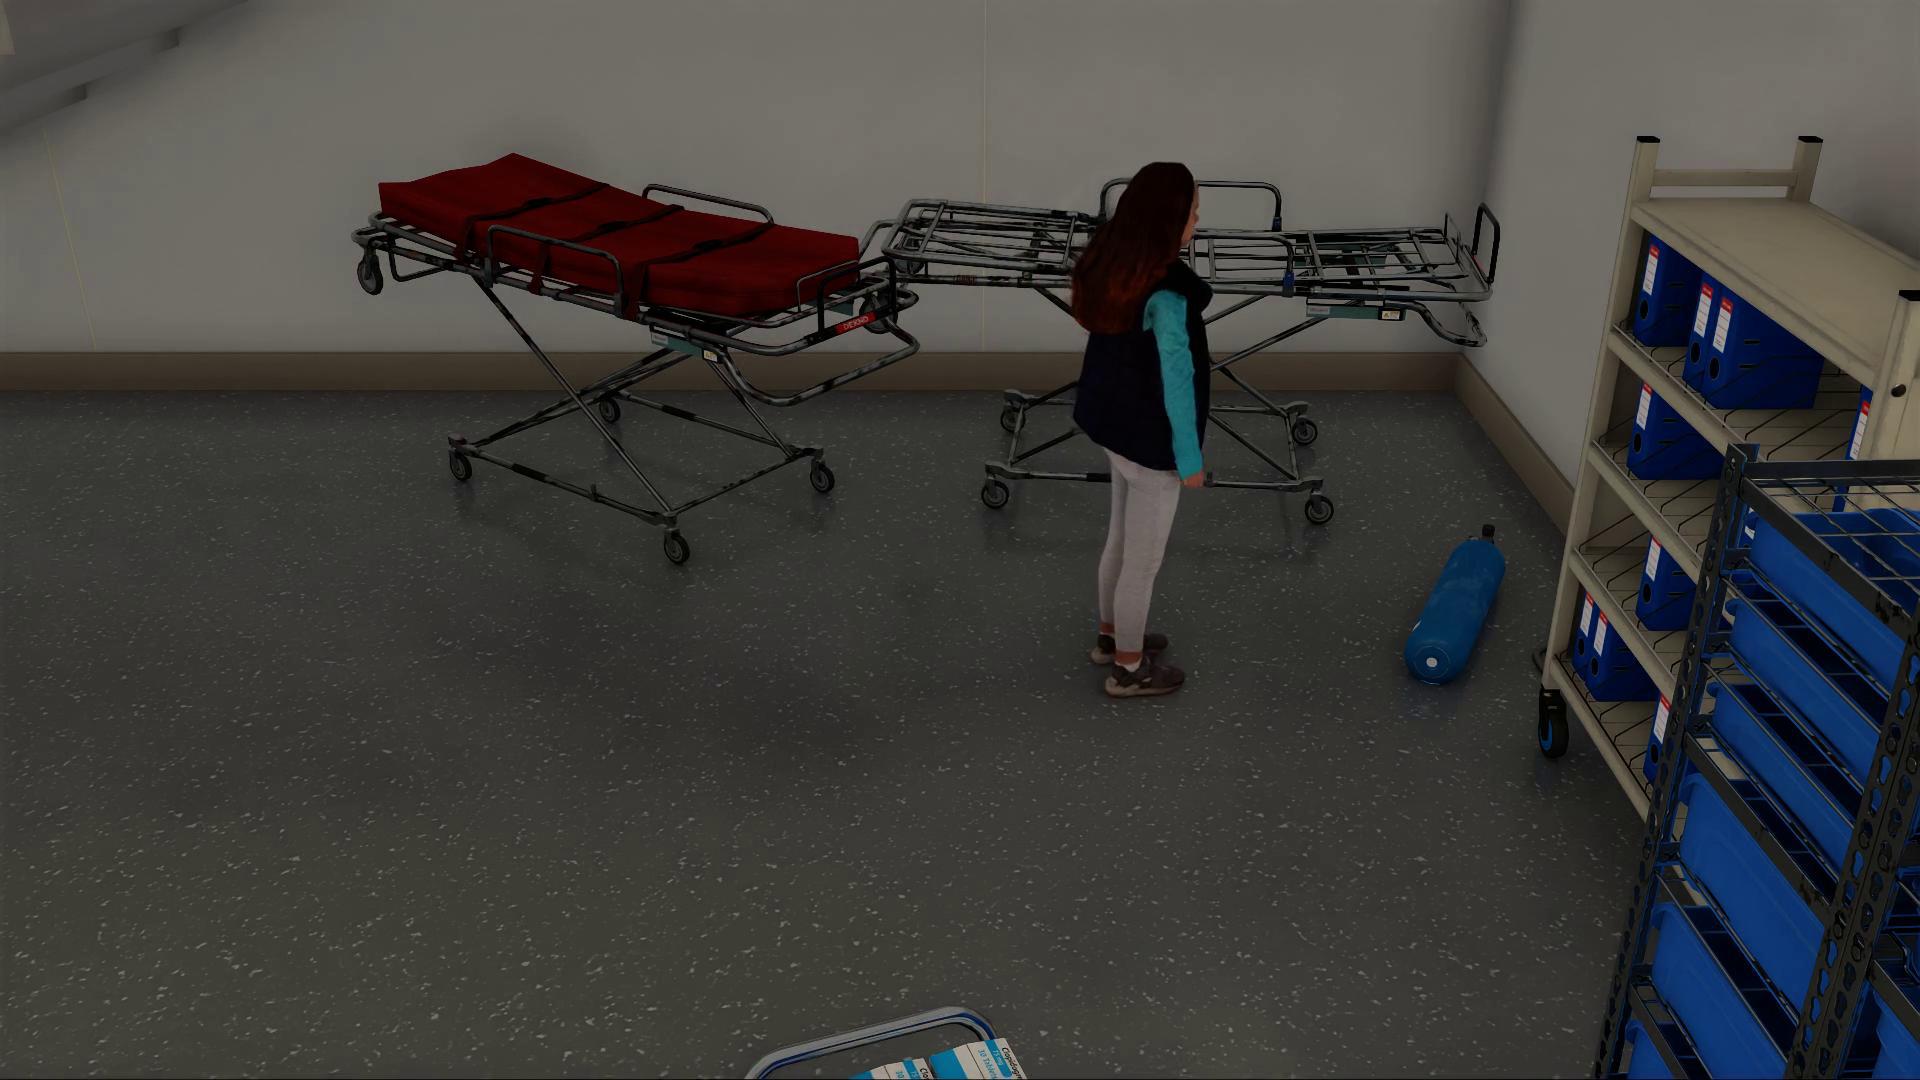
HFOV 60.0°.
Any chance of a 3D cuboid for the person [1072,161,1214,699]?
[{"bbox_3d":[0.490,-0.292,4.551,0.639,1.500,0.627,-5,26,-11],"label":"person"}]
